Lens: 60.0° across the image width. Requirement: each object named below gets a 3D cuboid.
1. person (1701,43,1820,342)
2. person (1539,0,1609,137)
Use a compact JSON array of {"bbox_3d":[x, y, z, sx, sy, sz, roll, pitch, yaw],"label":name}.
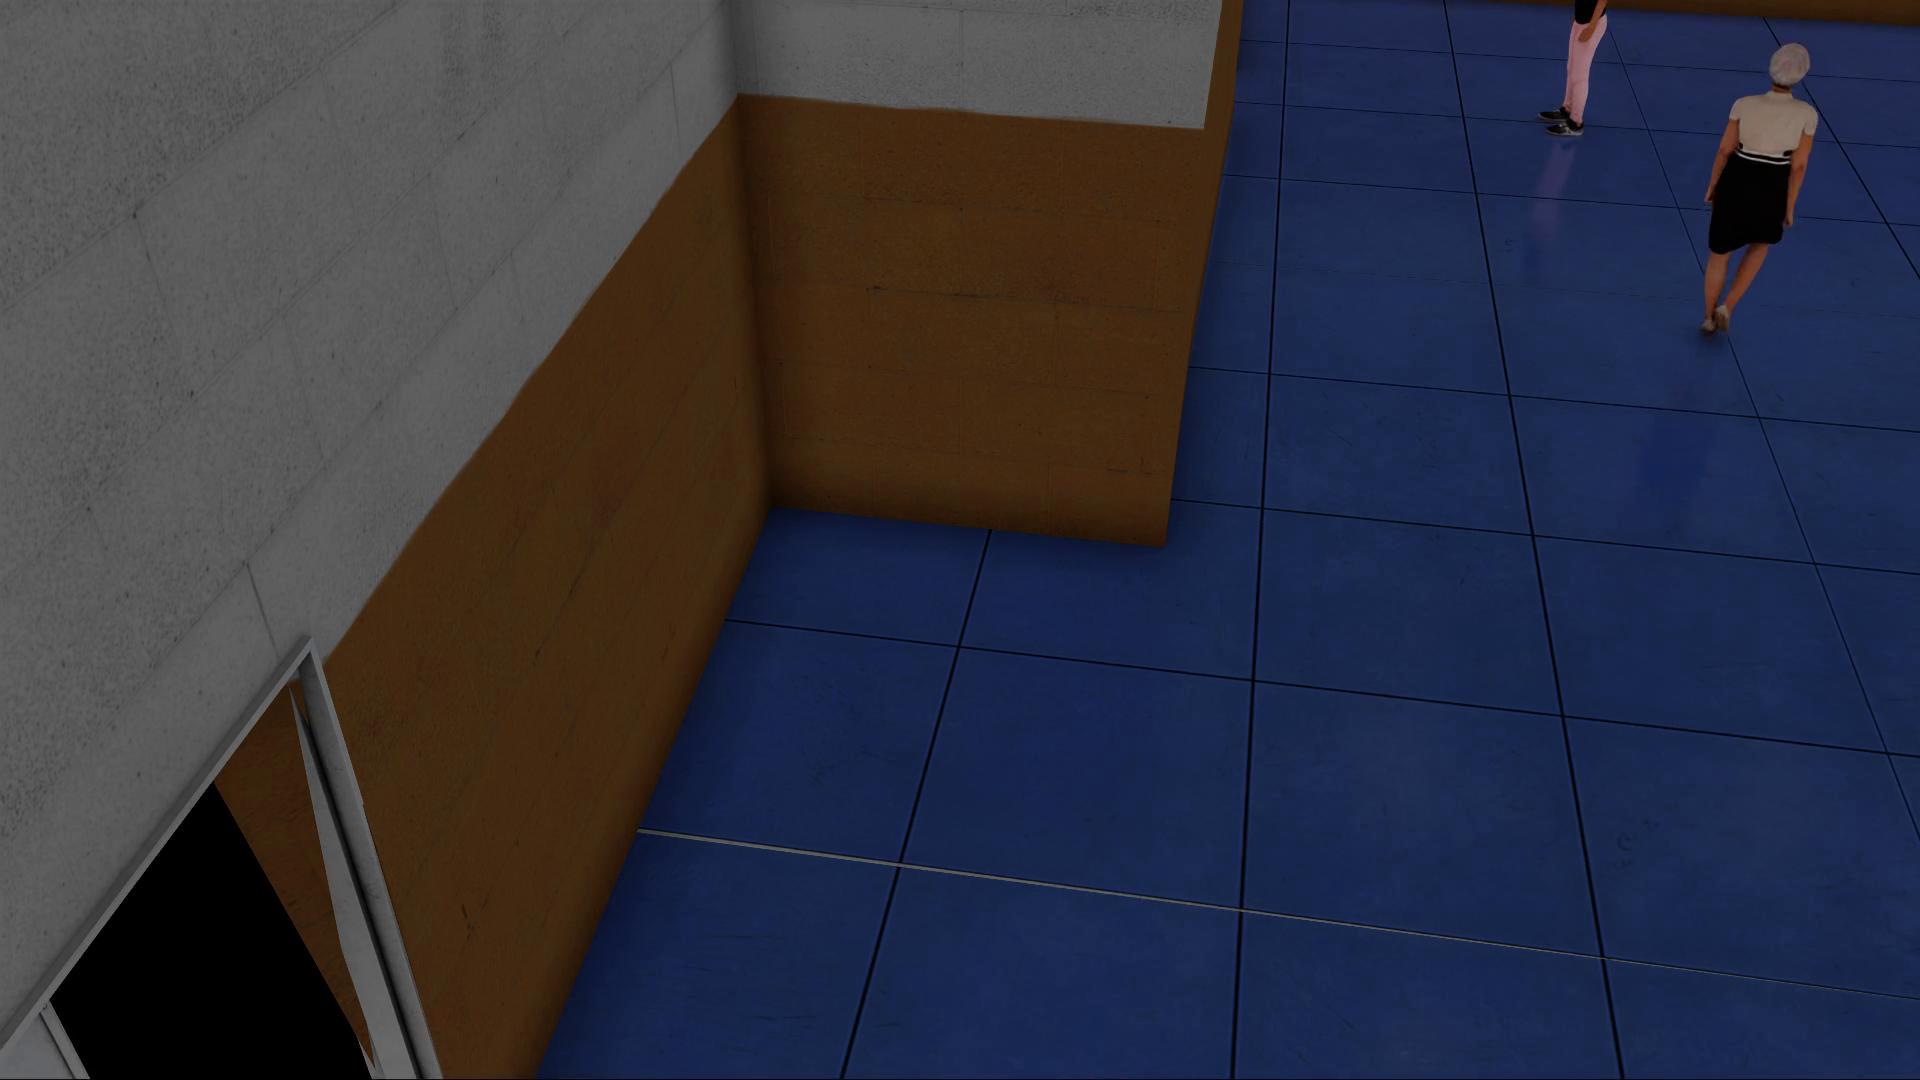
[{"bbox_3d":[4.400,-1.870,9.289,0.730,1.745,0.823,20,41,25],"label":"person"},{"bbox_3d":[4.468,-3.668,11.835,0.502,1.563,0.541,4,37,6],"label":"person"}]
